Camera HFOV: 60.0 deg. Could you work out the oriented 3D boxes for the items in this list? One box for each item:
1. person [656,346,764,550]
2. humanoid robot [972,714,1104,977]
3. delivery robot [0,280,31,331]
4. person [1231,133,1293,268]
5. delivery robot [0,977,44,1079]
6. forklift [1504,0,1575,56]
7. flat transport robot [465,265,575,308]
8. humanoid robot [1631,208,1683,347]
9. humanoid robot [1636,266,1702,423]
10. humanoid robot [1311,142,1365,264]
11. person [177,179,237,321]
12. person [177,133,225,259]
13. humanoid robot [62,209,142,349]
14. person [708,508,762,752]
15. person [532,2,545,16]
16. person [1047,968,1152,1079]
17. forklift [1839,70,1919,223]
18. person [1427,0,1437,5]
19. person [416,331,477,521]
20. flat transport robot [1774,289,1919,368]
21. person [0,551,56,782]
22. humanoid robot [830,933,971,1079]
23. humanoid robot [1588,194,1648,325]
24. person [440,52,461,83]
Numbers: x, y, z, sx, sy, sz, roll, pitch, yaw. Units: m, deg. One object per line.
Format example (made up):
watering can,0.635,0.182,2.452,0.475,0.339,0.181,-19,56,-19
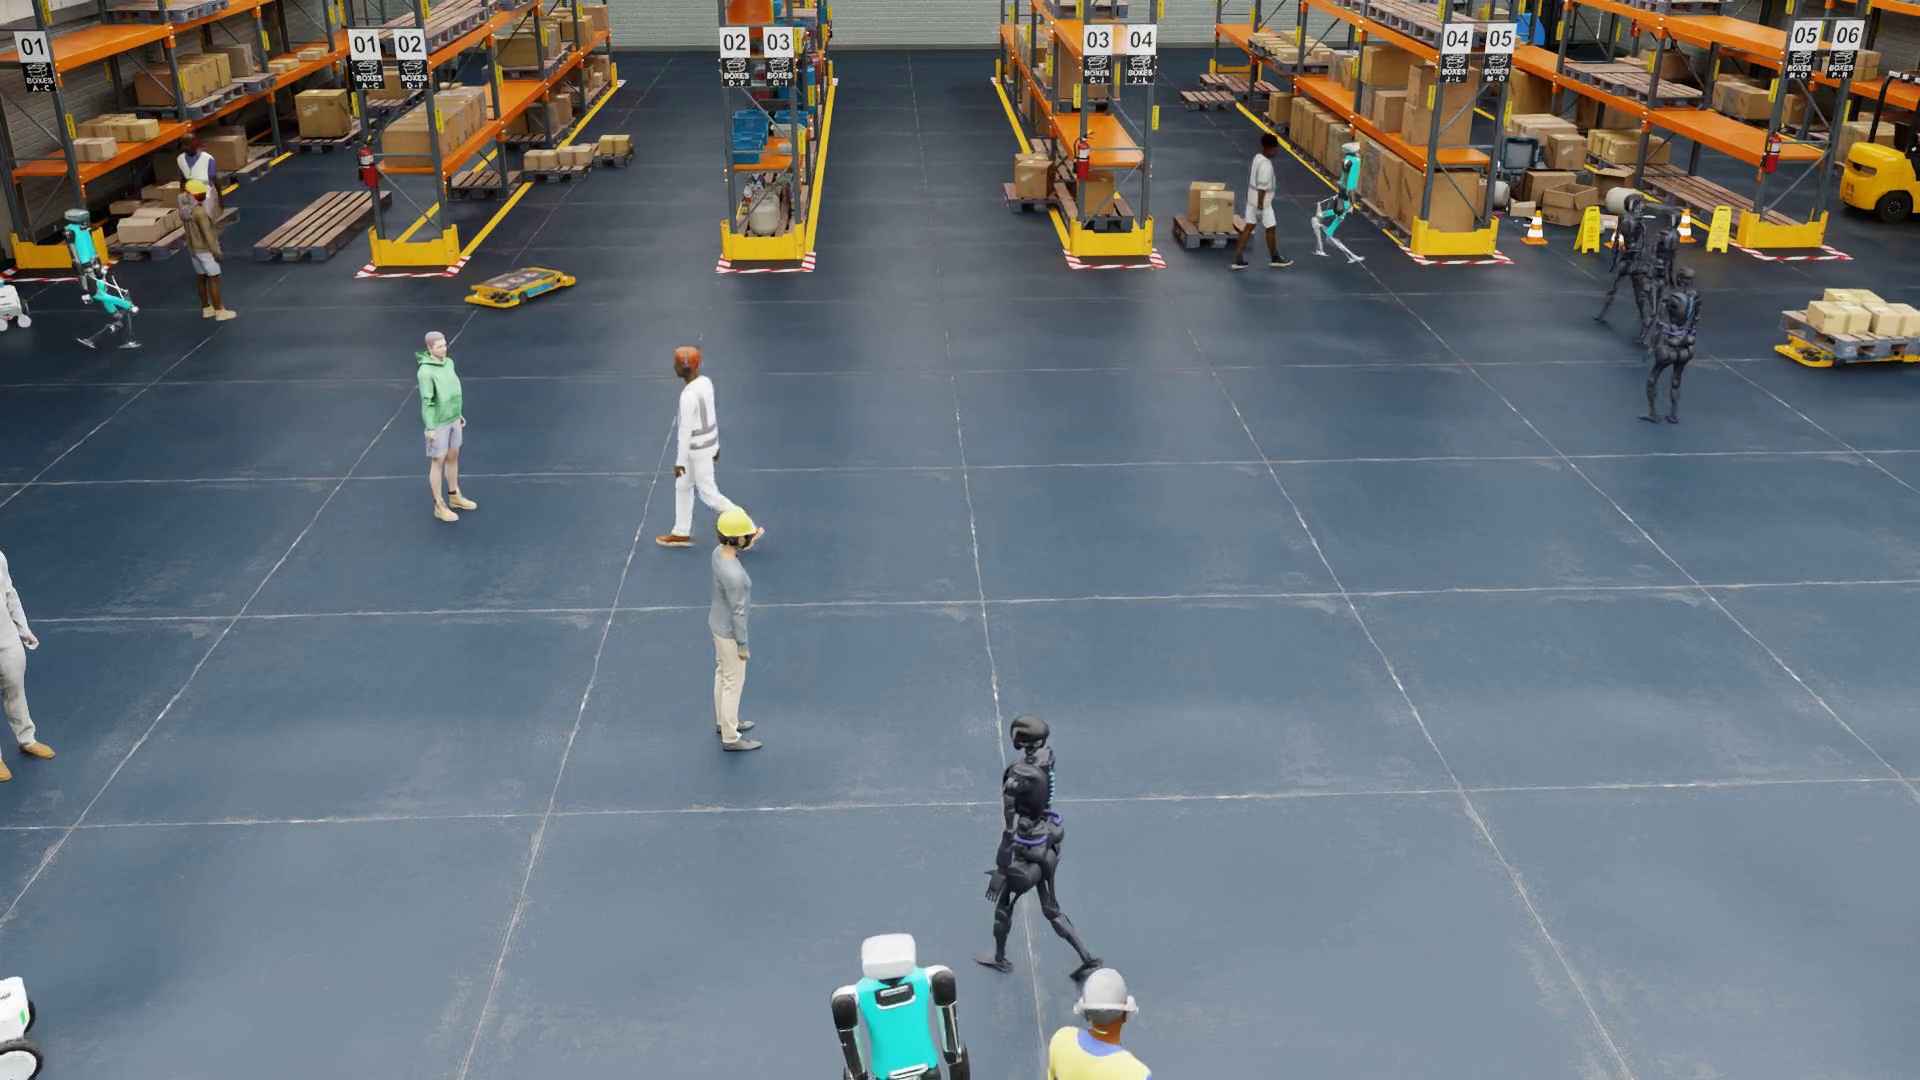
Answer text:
person,-2.181,-0.771,14.270,0.922,1.849,0.574,1,24,2
humanoid robot,0.417,1.689,8.994,0.740,1.642,0.601,13,27,27
delivery robot,-11.907,-2.941,20.725,0.511,0.591,0.763,-14,28,-28
person,4.213,-4.682,22.988,0.914,1.894,0.600,-6,25,-13
delivery robot,-5.105,2.516,8.438,0.756,0.571,0.499,-14,28,-29
forklift,14.700,-13.805,42.301,1.873,2.768,1.129,-1,24,-2
flat transport robot,-5.813,-3.353,22.007,0.659,0.231,1.431,12,27,25
humanoid robot,8.285,-3.127,19.773,0.586,1.648,0.392,-18,30,-35
humanoid robot,7.417,-2.026,17.293,0.589,1.655,0.321,-9,26,-20
humanoid robot,5.229,-4.682,23.205,1.016,1.745,0.563,14,28,29
person,-9.461,-3.620,20.769,0.554,1.761,0.406,21,32,39
person,-10.642,-4.745,23.217,0.605,1.820,0.626,7,25,16
humanoid robot,-9.947,-2.980,19.354,1.013,1.738,0.554,-1,24,-2
person,-1.520,0.601,11.293,0.351,1.755,0.516,-9,25,-19
person,-10.425,-12.722,41.099,0.530,1.860,0.391,7,25,14
person,0.514,2.591,6.712,0.924,1.855,0.511,-22,32,-40
forklift,15.132,-6.143,25.915,2.313,2.155,1.214,-1,24,-2
person,11.750,-13.014,41.835,0.396,1.798,0.584,-20,31,-38
person,-4.663,-1.047,15.011,0.320,1.742,0.475,9,25,19
flat transport robot,10.407,-2.243,19.512,1.431,0.231,0.659,-4,24,-9
person,-6.416,0.666,10.983,0.371,1.892,0.569,13,27,26
humanoid robot,-0.162,2.610,6.874,0.593,1.800,0.950,-6,25,-13
humanoid robot,8.302,-3.461,20.577,0.754,1.631,0.609,-8,25,-17
person,-11.318,-10.719,36.825,0.536,1.681,0.391,-1,24,-3
